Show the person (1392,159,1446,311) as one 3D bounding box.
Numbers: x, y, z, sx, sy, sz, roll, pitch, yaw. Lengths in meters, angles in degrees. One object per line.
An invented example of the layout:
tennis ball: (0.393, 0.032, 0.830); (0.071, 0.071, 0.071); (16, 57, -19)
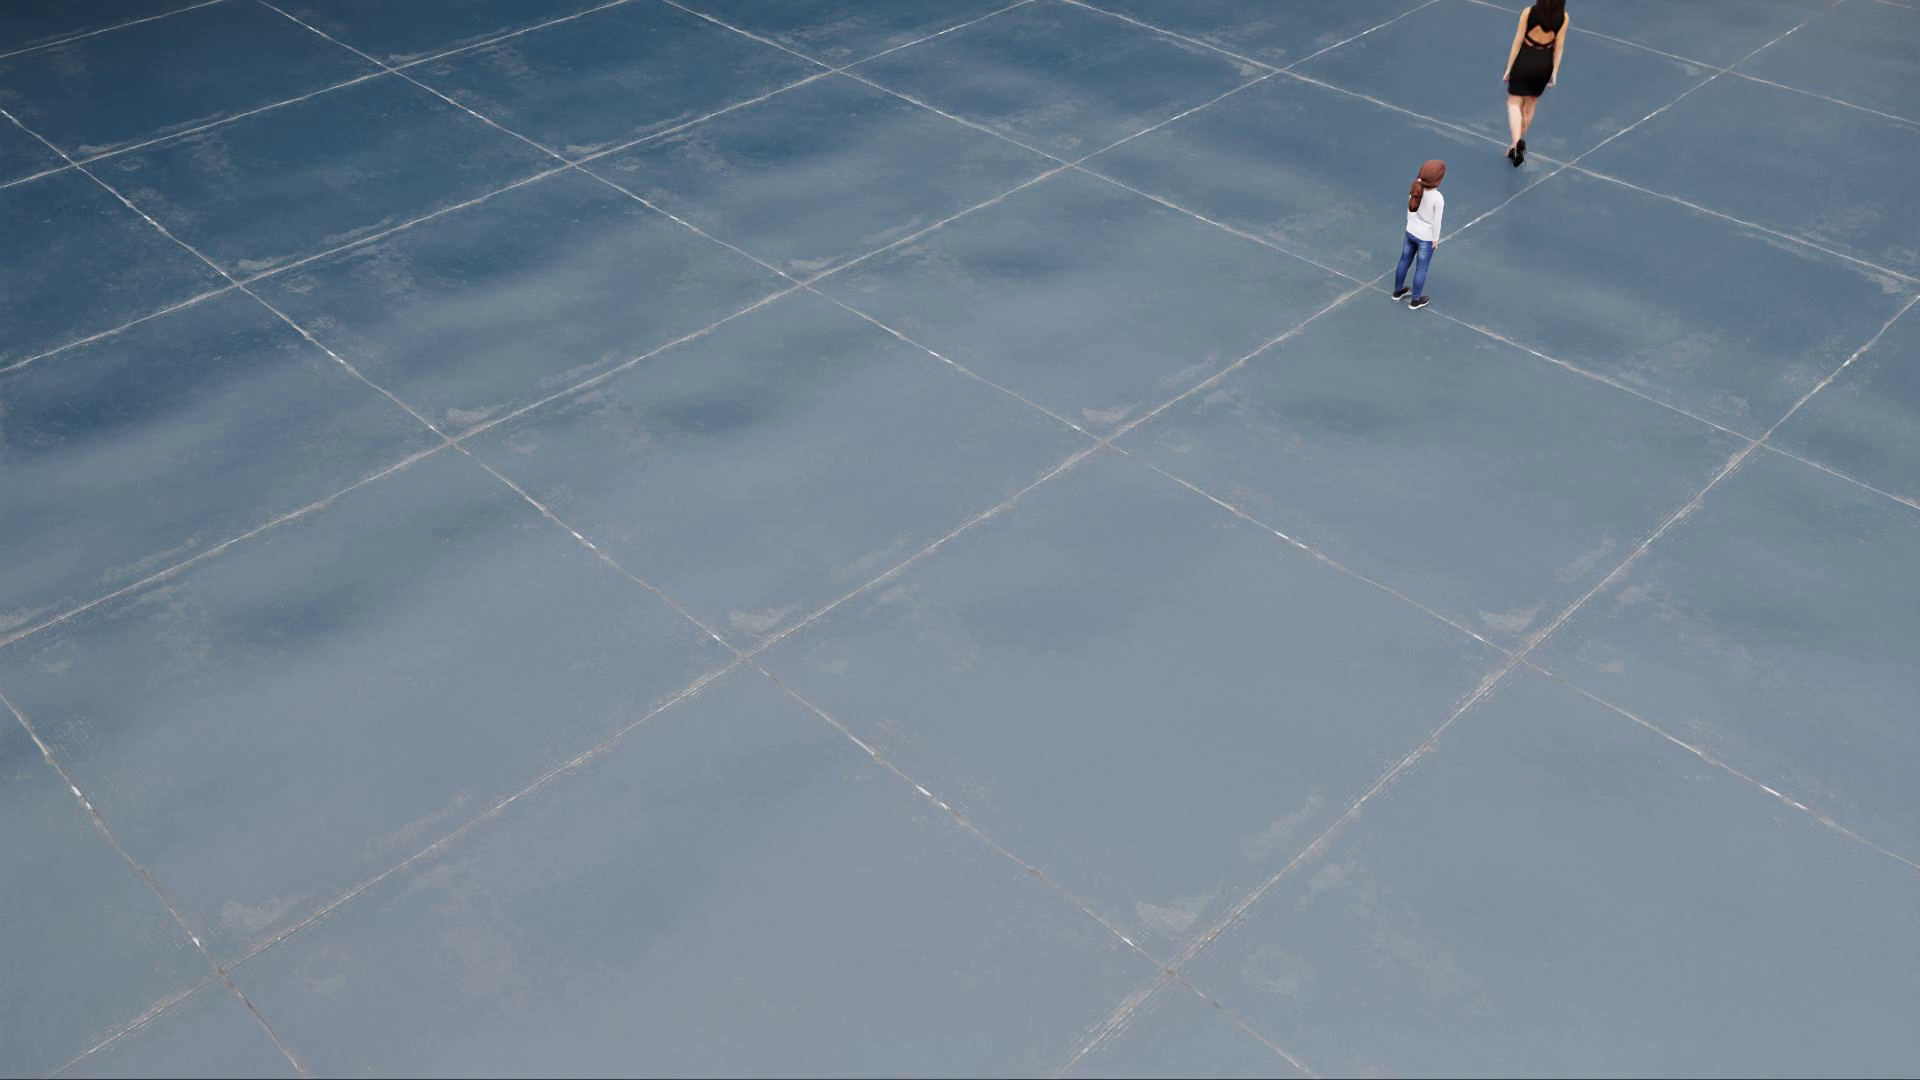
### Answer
person: (3.316, -2.218, 11.967); (0.489, 1.110, 0.463); (-25, 44, -29)

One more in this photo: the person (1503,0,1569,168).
person: (4.677, -3.790, 13.600); (0.852, 1.635, 0.960); (6, 38, 8)
